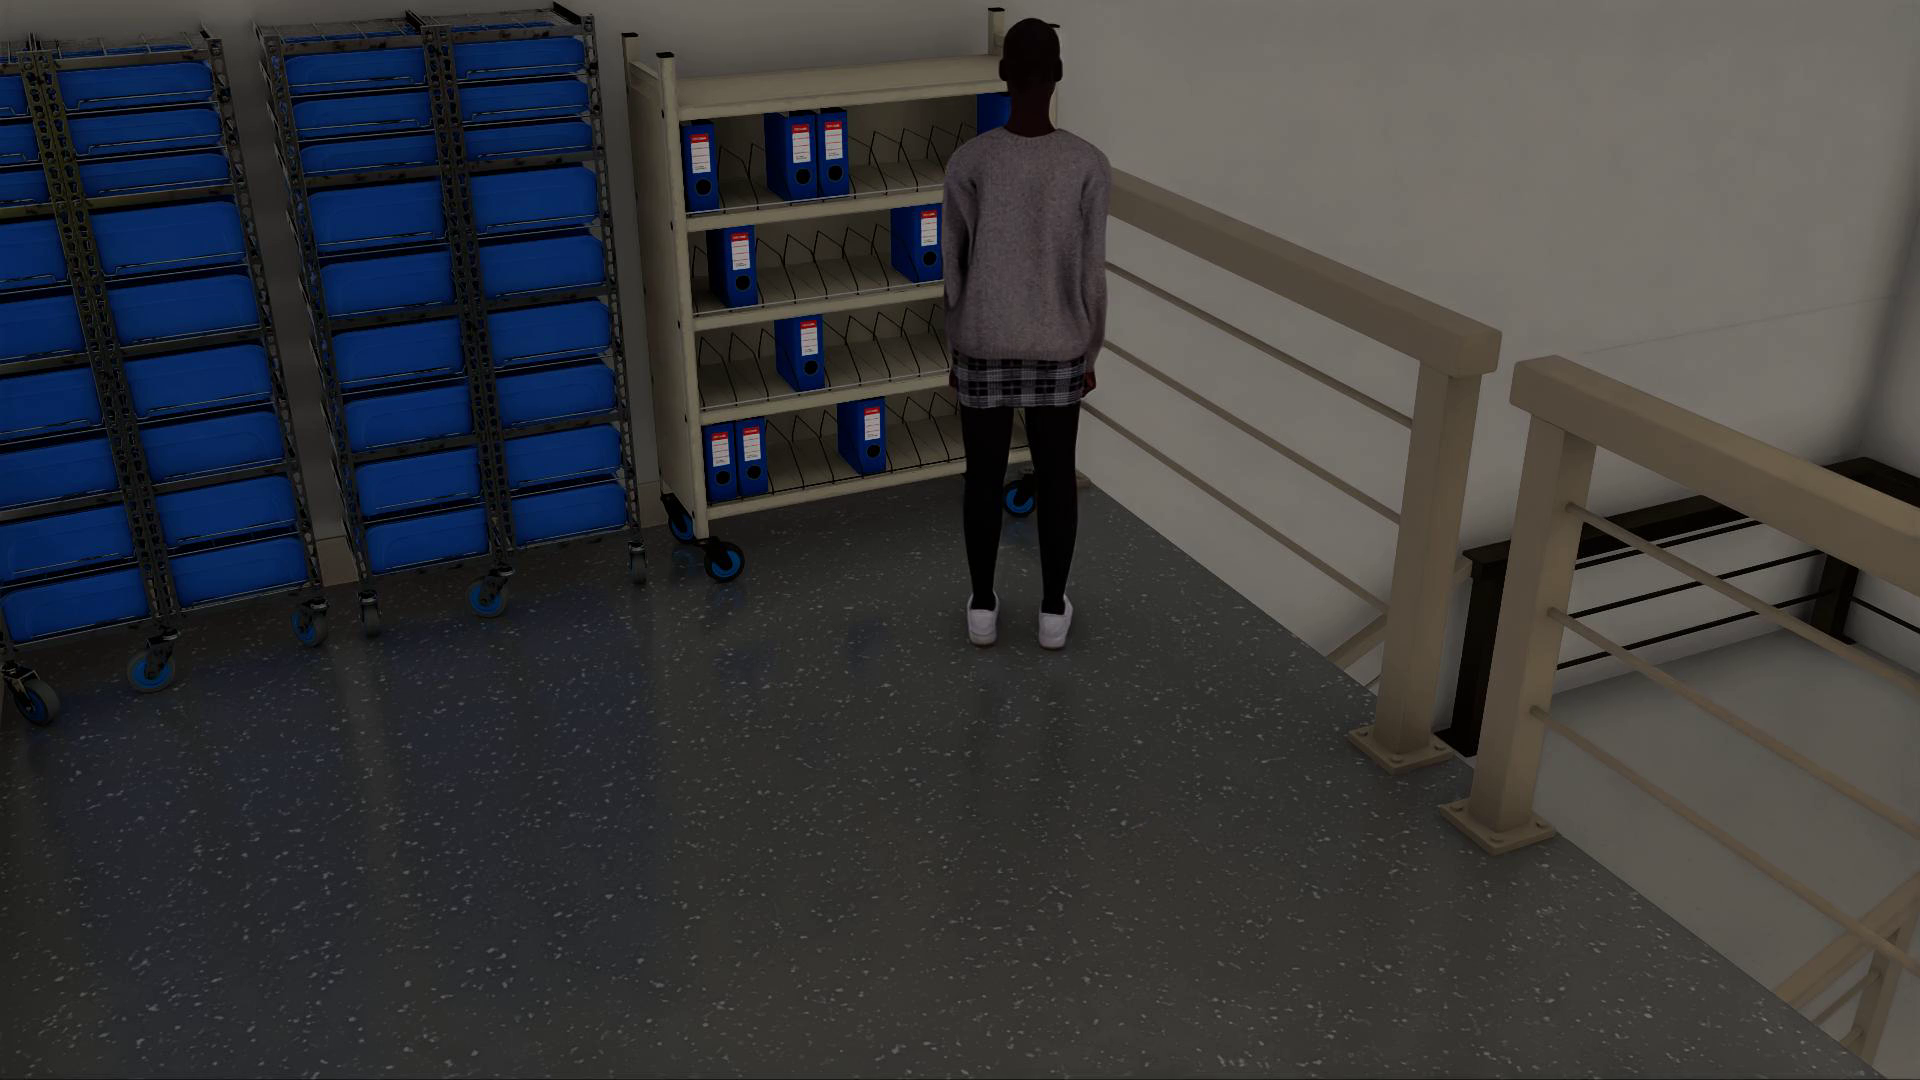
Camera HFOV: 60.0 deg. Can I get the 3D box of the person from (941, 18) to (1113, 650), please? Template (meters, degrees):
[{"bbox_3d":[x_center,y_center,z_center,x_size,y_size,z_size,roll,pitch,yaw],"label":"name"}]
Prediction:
[{"bbox_3d":[0.169,-0.526,4.606,0.612,1.770,0.743,0,26,-1],"label":"person"}]
